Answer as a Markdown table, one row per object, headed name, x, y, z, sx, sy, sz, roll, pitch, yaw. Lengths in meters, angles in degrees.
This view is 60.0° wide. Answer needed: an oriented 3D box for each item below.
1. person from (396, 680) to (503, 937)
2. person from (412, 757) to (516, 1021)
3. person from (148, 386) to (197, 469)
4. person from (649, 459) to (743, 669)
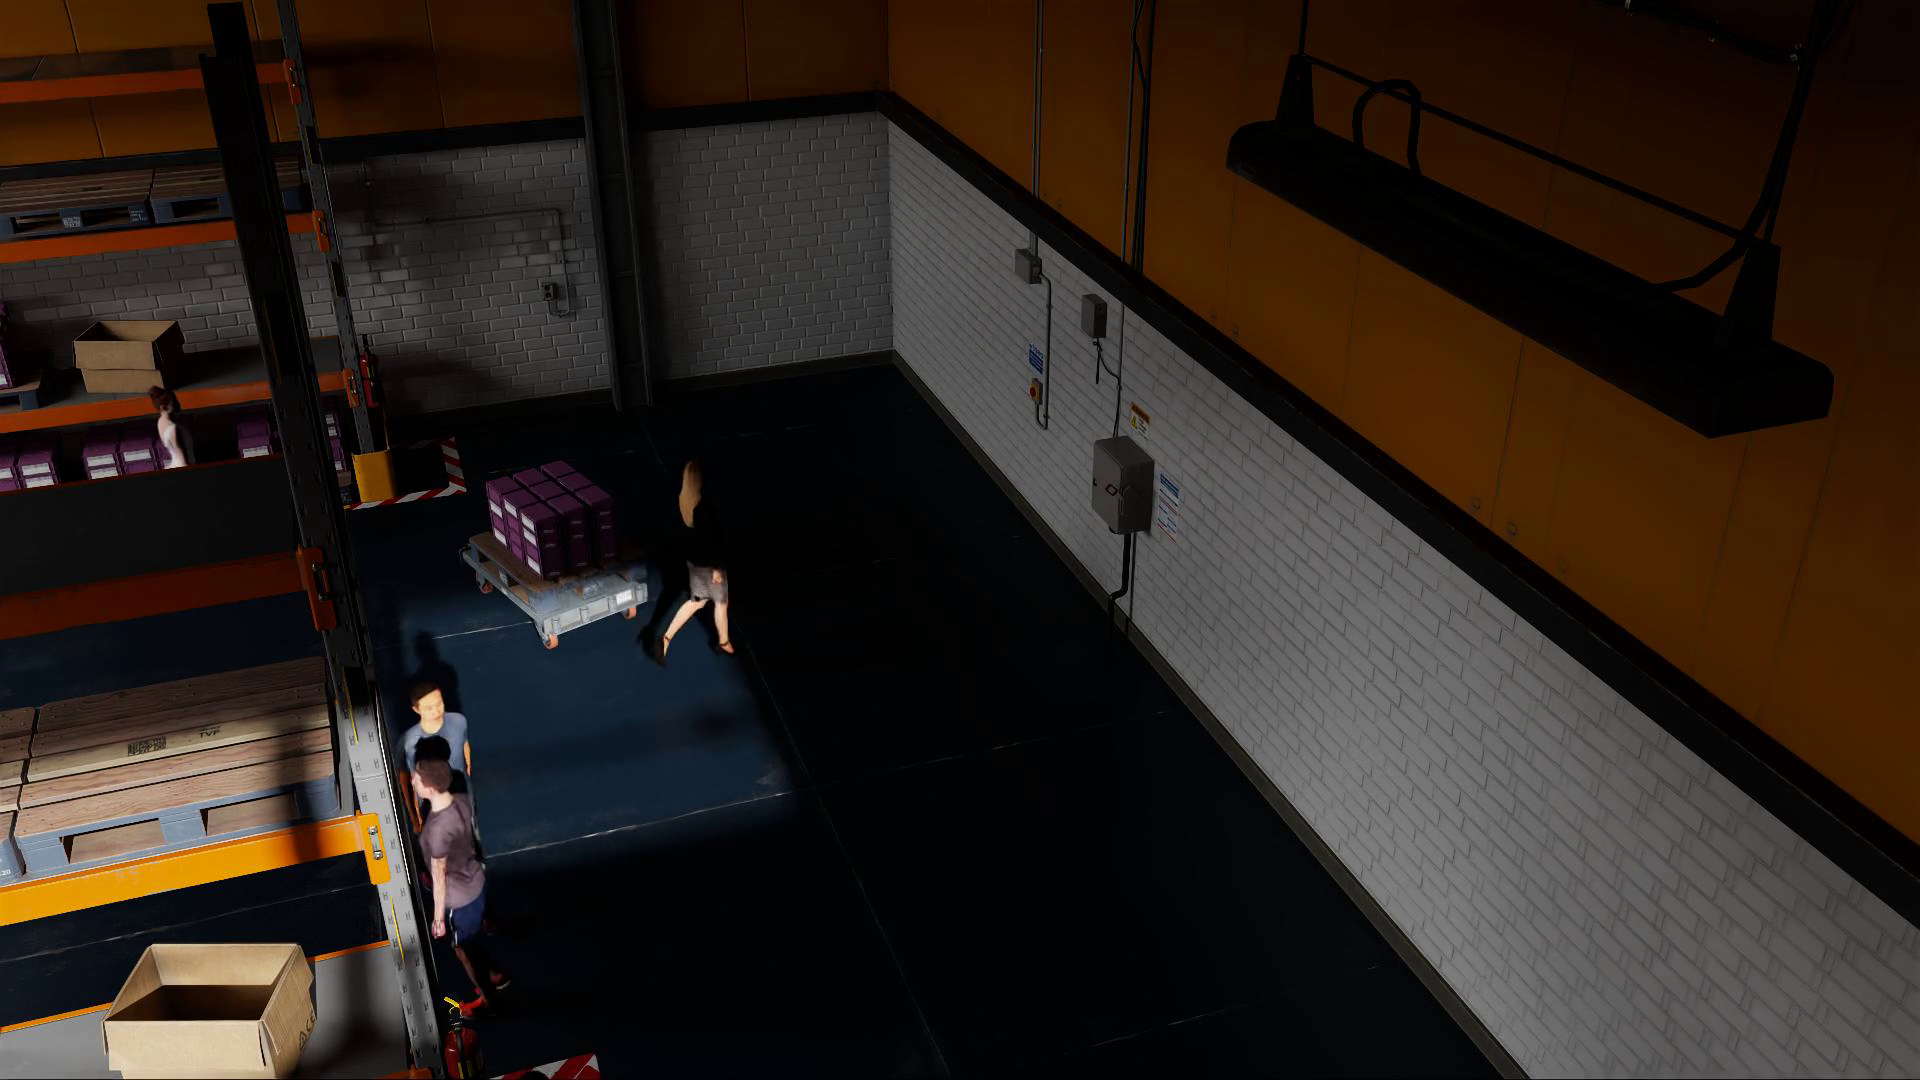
| name | x | y | z | sx | sy | sz | roll | pitch | yaw |
| --- | --- | --- | --- | --- | --- | --- | --- | --- | --- |
| person | -3.276 | 1.595 | 10.366 | 1.193 | 1.765 | 1.040 | -25 | 37 | -38 |
| person | -2.776 | 2.021 | 9.508 | 0.727 | 1.841 | 0.717 | -3 | 29 | -5 |
| person | -6.607 | -0.483 | 14.148 | 0.578 | 1.793 | 0.627 | -19 | 34 | -31 |
| person | -2.053 | 0.244 | 12.789 | 1.130 | 1.818 | 0.853 | -22 | 35 | -34 |
